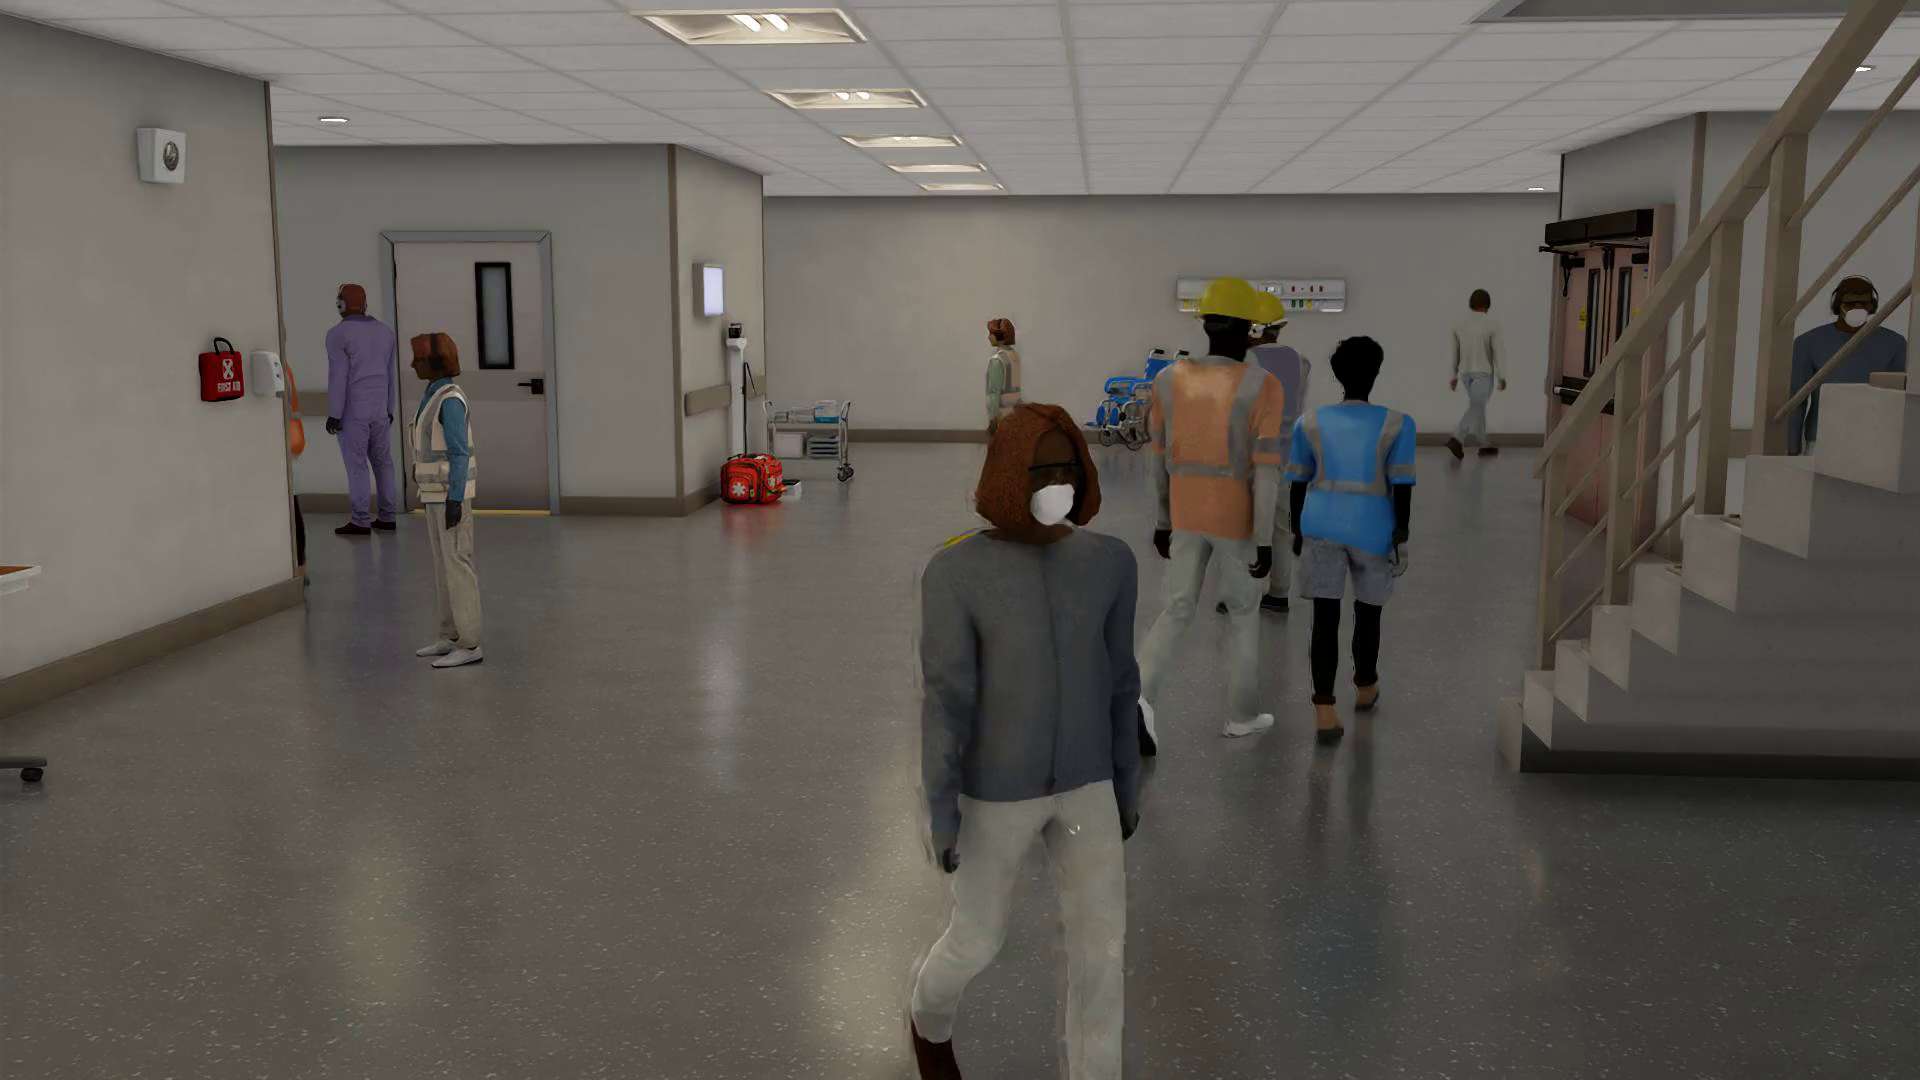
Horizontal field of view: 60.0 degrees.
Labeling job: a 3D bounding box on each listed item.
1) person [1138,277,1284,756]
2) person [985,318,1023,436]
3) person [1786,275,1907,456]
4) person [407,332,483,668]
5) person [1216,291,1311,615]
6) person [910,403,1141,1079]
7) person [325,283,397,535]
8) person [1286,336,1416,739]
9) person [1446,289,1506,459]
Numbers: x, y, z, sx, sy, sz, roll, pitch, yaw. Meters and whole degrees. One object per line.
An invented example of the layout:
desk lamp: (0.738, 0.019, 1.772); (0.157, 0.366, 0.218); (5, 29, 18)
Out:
person: (0.981, -0.094, 6.617); (0.594, 1.900, 0.866); (6, 10, 36)
person: (0.360, -0.994, 13.620); (0.315, 1.629, 0.508); (3, 9, 22)
person: (5.055, -0.540, 9.529); (0.634, 1.930, 0.384); (2, 9, 15)
person: (-2.530, -0.197, 8.170); (0.307, 1.636, 0.525); (-5, 10, -30)
person: (1.695, -0.480, 9.415); (0.597, 1.835, 0.404); (-5, 10, -32)
person: (0.137, 0.511, 3.468); (0.509, 1.607, 0.773); (-3, 9, -22)
person: (-4.588, -0.994, 12.684); (0.402, 1.904, 0.651); (4, 9, 25)
person: (1.626, -0.025, 6.960); (0.540, 1.646, 0.891); (3, 9, 20)
person: (5.758, -1.863, 18.619); (0.887, 1.915, 0.642); (-7, 11, -38)
